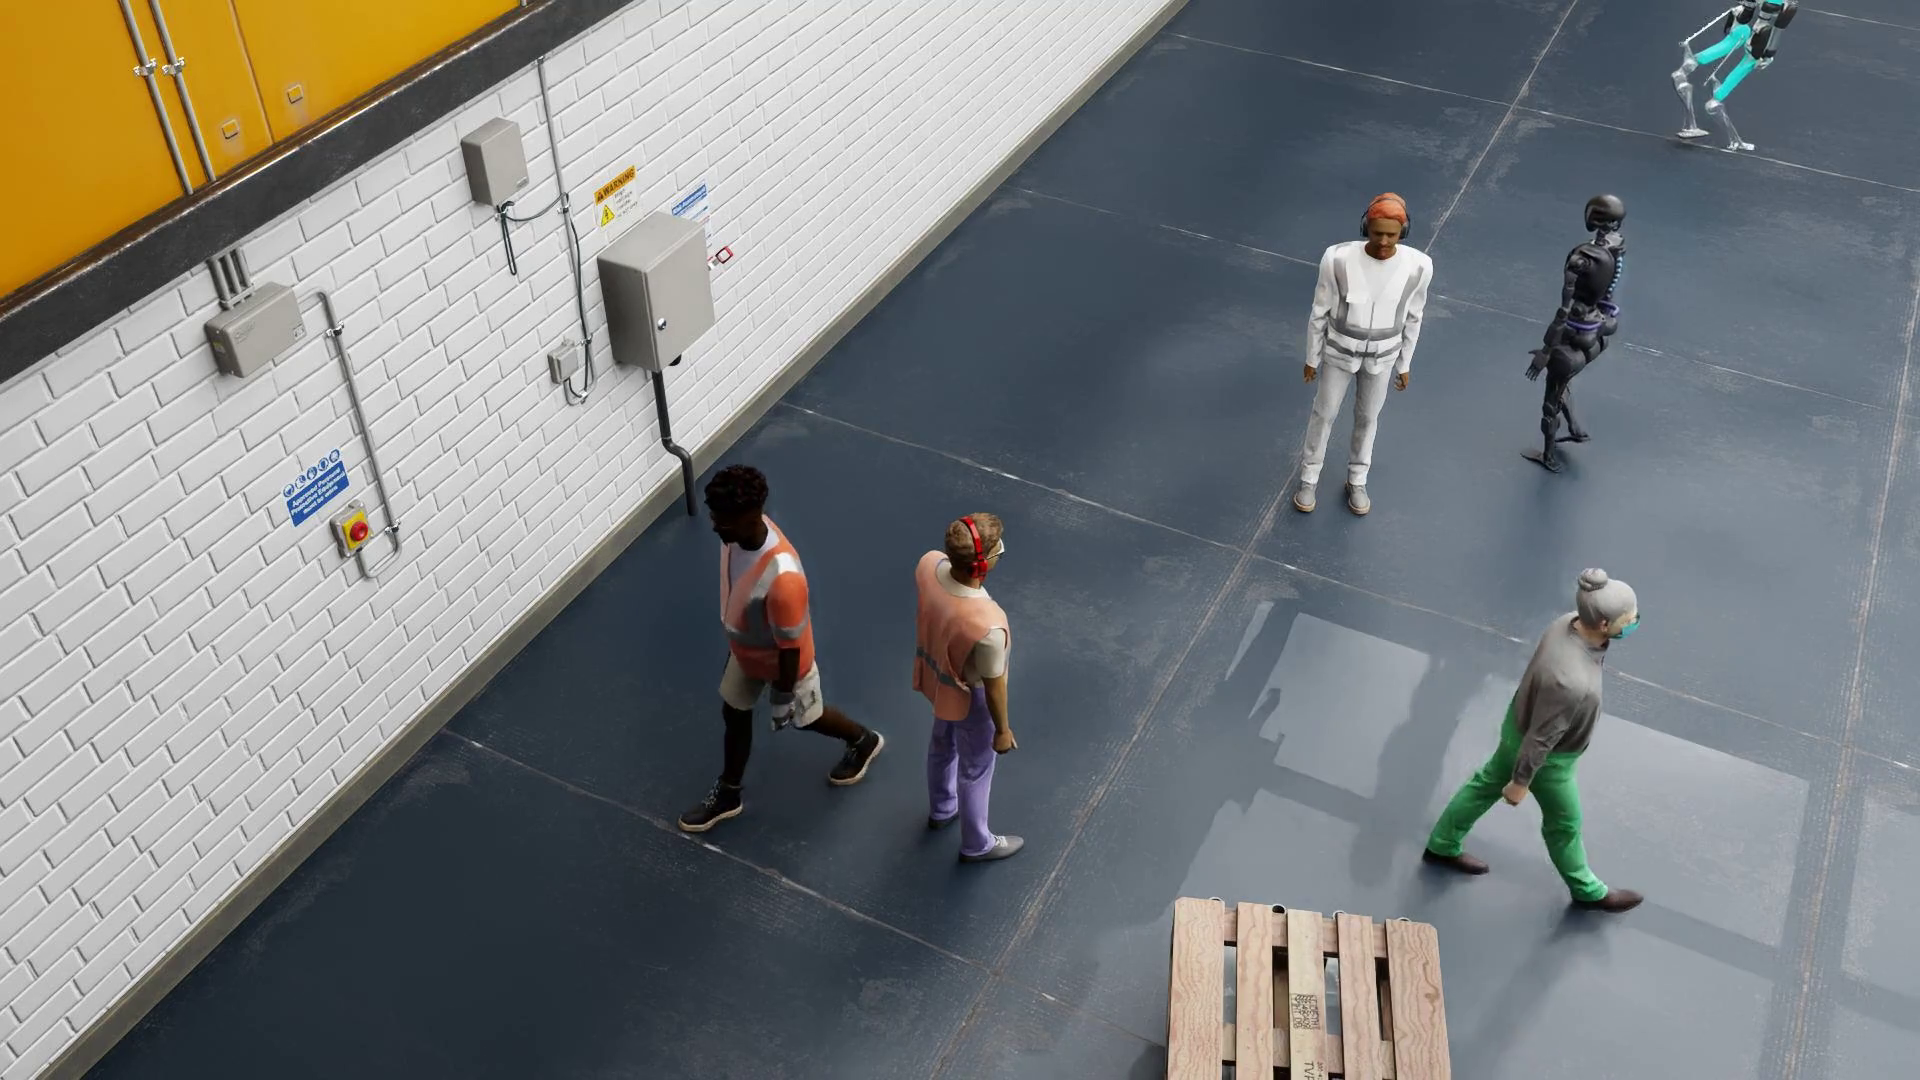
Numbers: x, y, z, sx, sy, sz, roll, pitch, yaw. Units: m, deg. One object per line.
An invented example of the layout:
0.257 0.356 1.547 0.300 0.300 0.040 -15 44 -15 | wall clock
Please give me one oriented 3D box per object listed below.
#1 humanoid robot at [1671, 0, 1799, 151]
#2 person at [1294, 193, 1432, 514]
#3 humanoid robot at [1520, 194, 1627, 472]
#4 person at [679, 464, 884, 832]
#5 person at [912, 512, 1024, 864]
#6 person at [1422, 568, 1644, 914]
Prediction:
5.521 -3.569 11.860 0.882 1.781 0.545 -9 42 -10 | humanoid robot
2.088 -0.951 8.706 0.574 1.882 0.356 3 41 4 | person
3.344 -1.109 9.049 0.609 1.646 0.336 -30 49 -30 | humanoid robot
-0.786 0.445 7.060 0.958 1.928 0.620 -22 46 -24 | person
0.019 0.636 6.894 0.385 1.845 0.568 -22 46 -24 | person
2.464 0.817 6.722 0.937 1.787 0.544 10 42 11 | person
